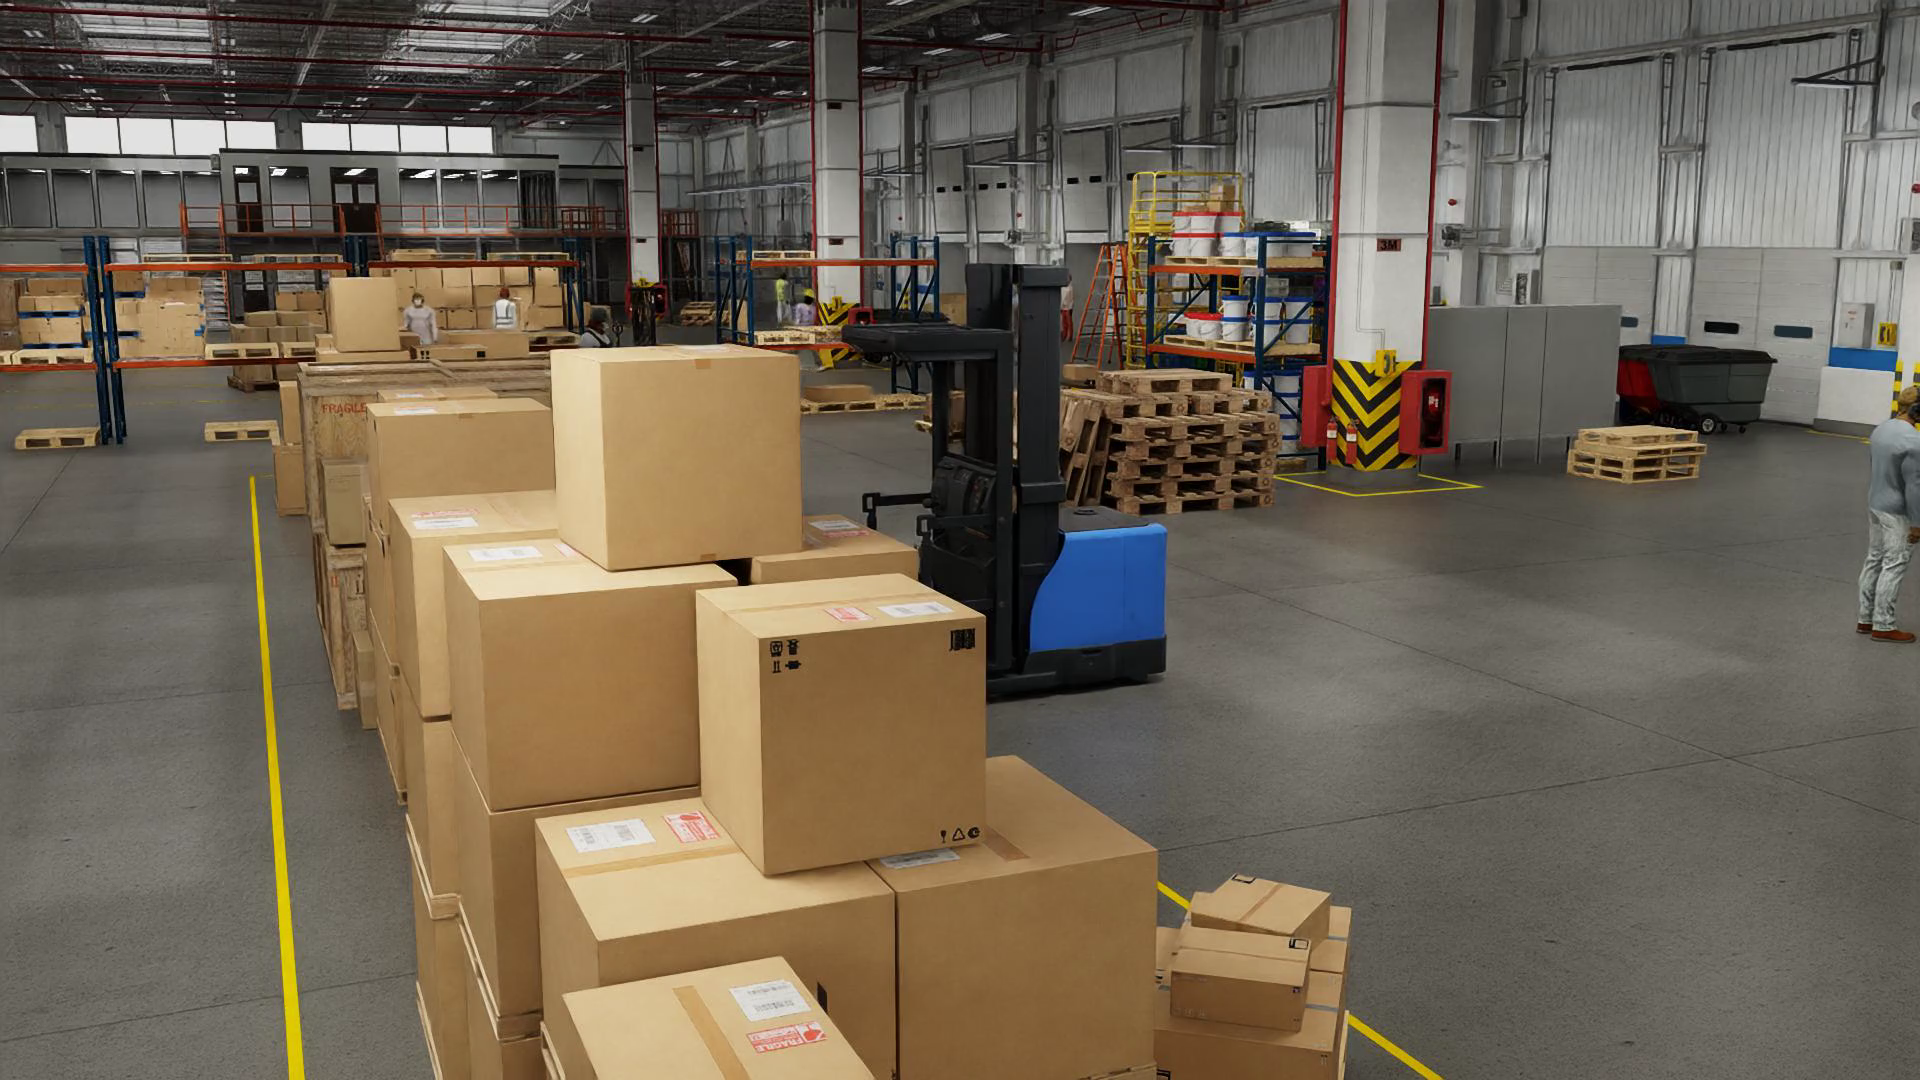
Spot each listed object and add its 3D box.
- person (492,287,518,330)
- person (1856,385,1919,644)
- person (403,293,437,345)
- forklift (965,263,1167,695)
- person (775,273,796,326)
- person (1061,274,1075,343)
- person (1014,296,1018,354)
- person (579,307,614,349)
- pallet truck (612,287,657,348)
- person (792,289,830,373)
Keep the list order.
[{"bbox_3d":[-10.514,-4.907,38.526,0.607,1.867,0.414,3,11,17],"label":"person"},{"bbox_3d":[6.964,-0.193,12.382,0.377,1.931,0.636,0,10,1],"label":"person"},{"bbox_3d":[-11.139,-4.165,34.328,0.639,1.911,0.887,-4,11,-20],"label":"person"},{"bbox_3d":[0.371,-0.447,11.152,1.873,2.768,1.129,-4,11,-23],"label":"forklift"},{"bbox_3d":[-6.001,-8.290,57.307,0.661,1.811,0.833,9,13,39],"label":"person"},{"bbox_3d":[3.075,-6.695,48.024,0.375,1.996,0.608,-6,12,-29],"label":"person"},{"bbox_3d":[1.635,-5.710,42.999,0.381,1.858,0.519,2,10,12],"label":"person"},{"bbox_3d":[-5.108,-2.306,23.710,0.535,2.000,0.683,3,11,14],"label":"person"},{"bbox_3d":[-6.464,-4.406,35.401,0.823,1.965,1.885,6,12,32],"label":"pallet truck"},{"bbox_3d":[-3.398,-4.659,37.196,1.066,1.851,0.632,9,14,41],"label":"person"}]
